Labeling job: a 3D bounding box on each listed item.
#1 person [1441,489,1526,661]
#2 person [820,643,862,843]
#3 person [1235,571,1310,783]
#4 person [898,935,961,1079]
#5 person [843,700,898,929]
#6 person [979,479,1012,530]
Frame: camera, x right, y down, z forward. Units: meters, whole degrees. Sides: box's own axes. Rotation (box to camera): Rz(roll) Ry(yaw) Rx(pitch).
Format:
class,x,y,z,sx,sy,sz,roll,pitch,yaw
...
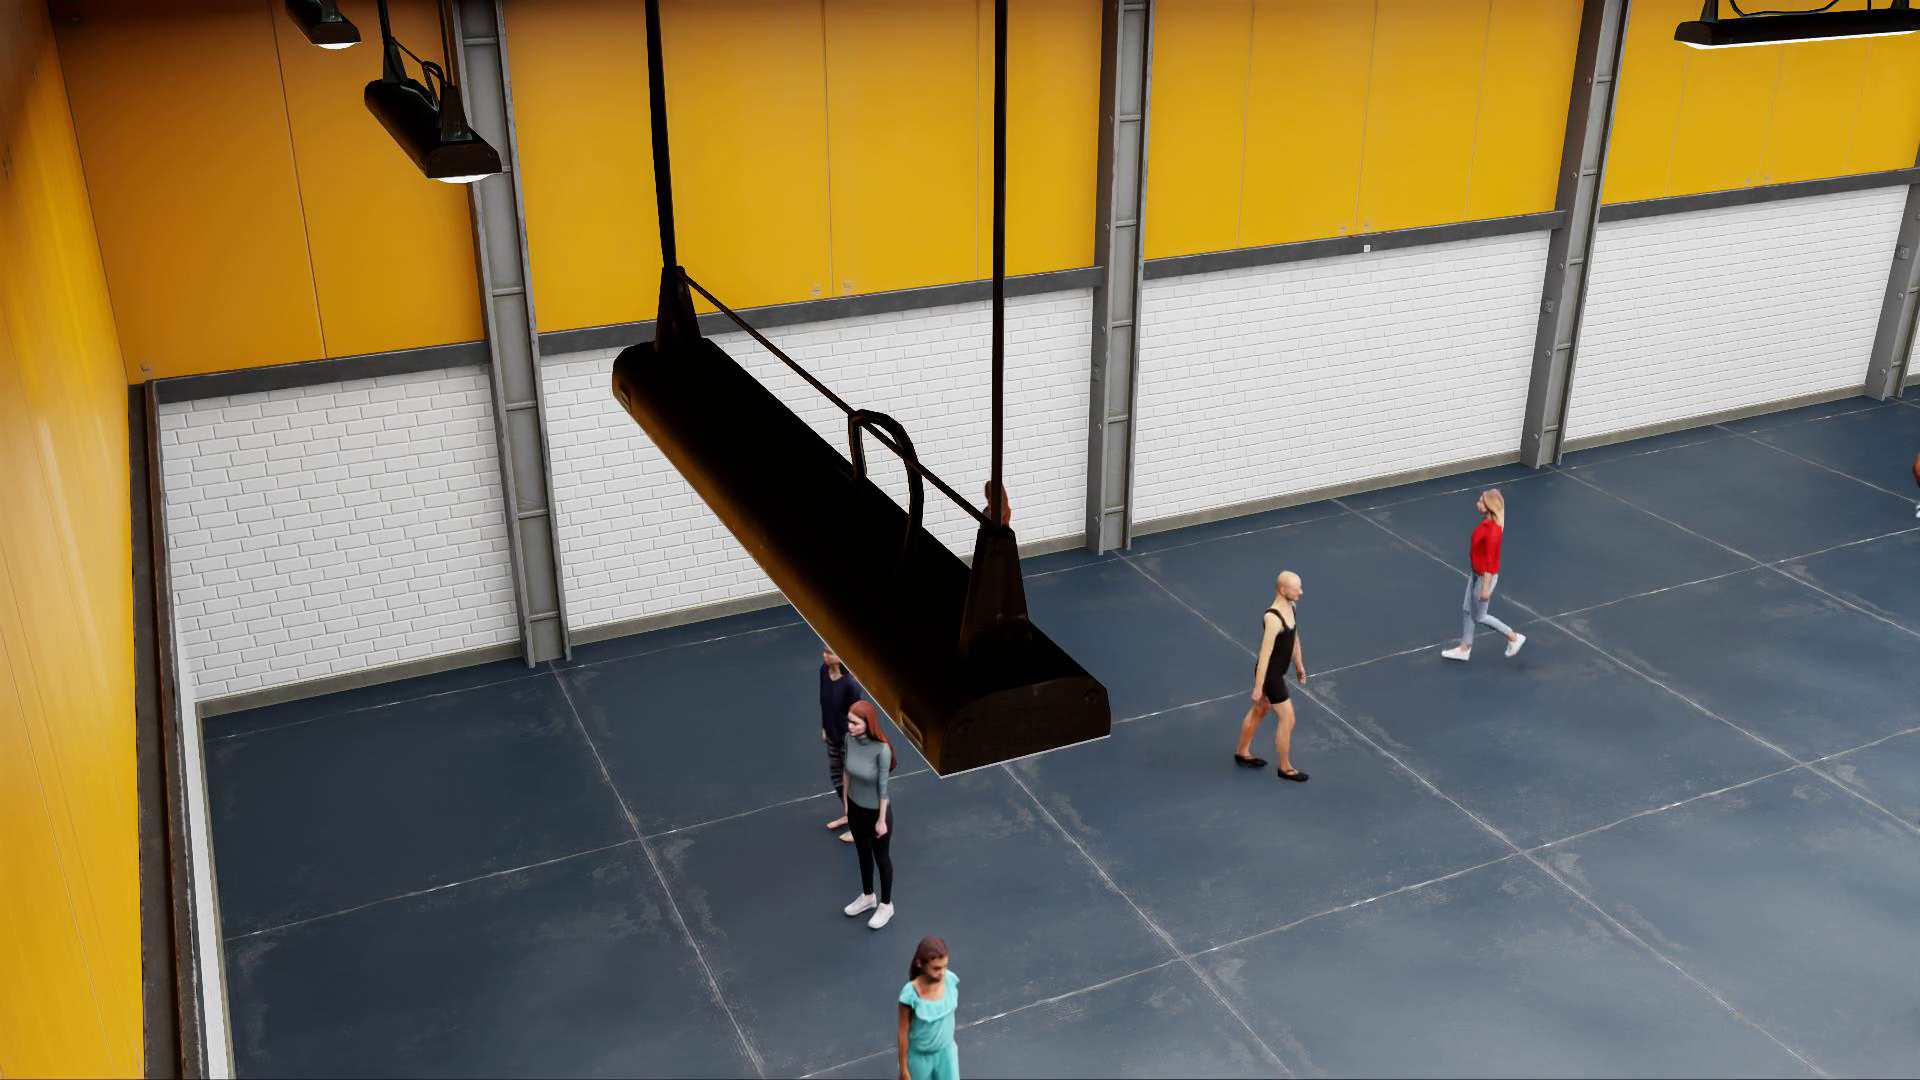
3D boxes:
class,x,y,z,sx,sy,sz,roll,pitch,yaw
person,4.814,0.357,15.070,1.048,1.688,0.937,5,24,11
person,-0.852,1.453,12.510,0.603,1.730,0.644,-19,30,-37
person,2.410,1.058,13.342,1.010,1.788,0.952,8,25,17
person,-0.224,2.880,9.513,0.960,1.516,0.671,-12,26,-25
person,-0.626,1.878,11.523,0.640,1.742,0.647,18,30,36
person,0.333,0.120,15.871,0.680,1.481,0.568,19,30,36
